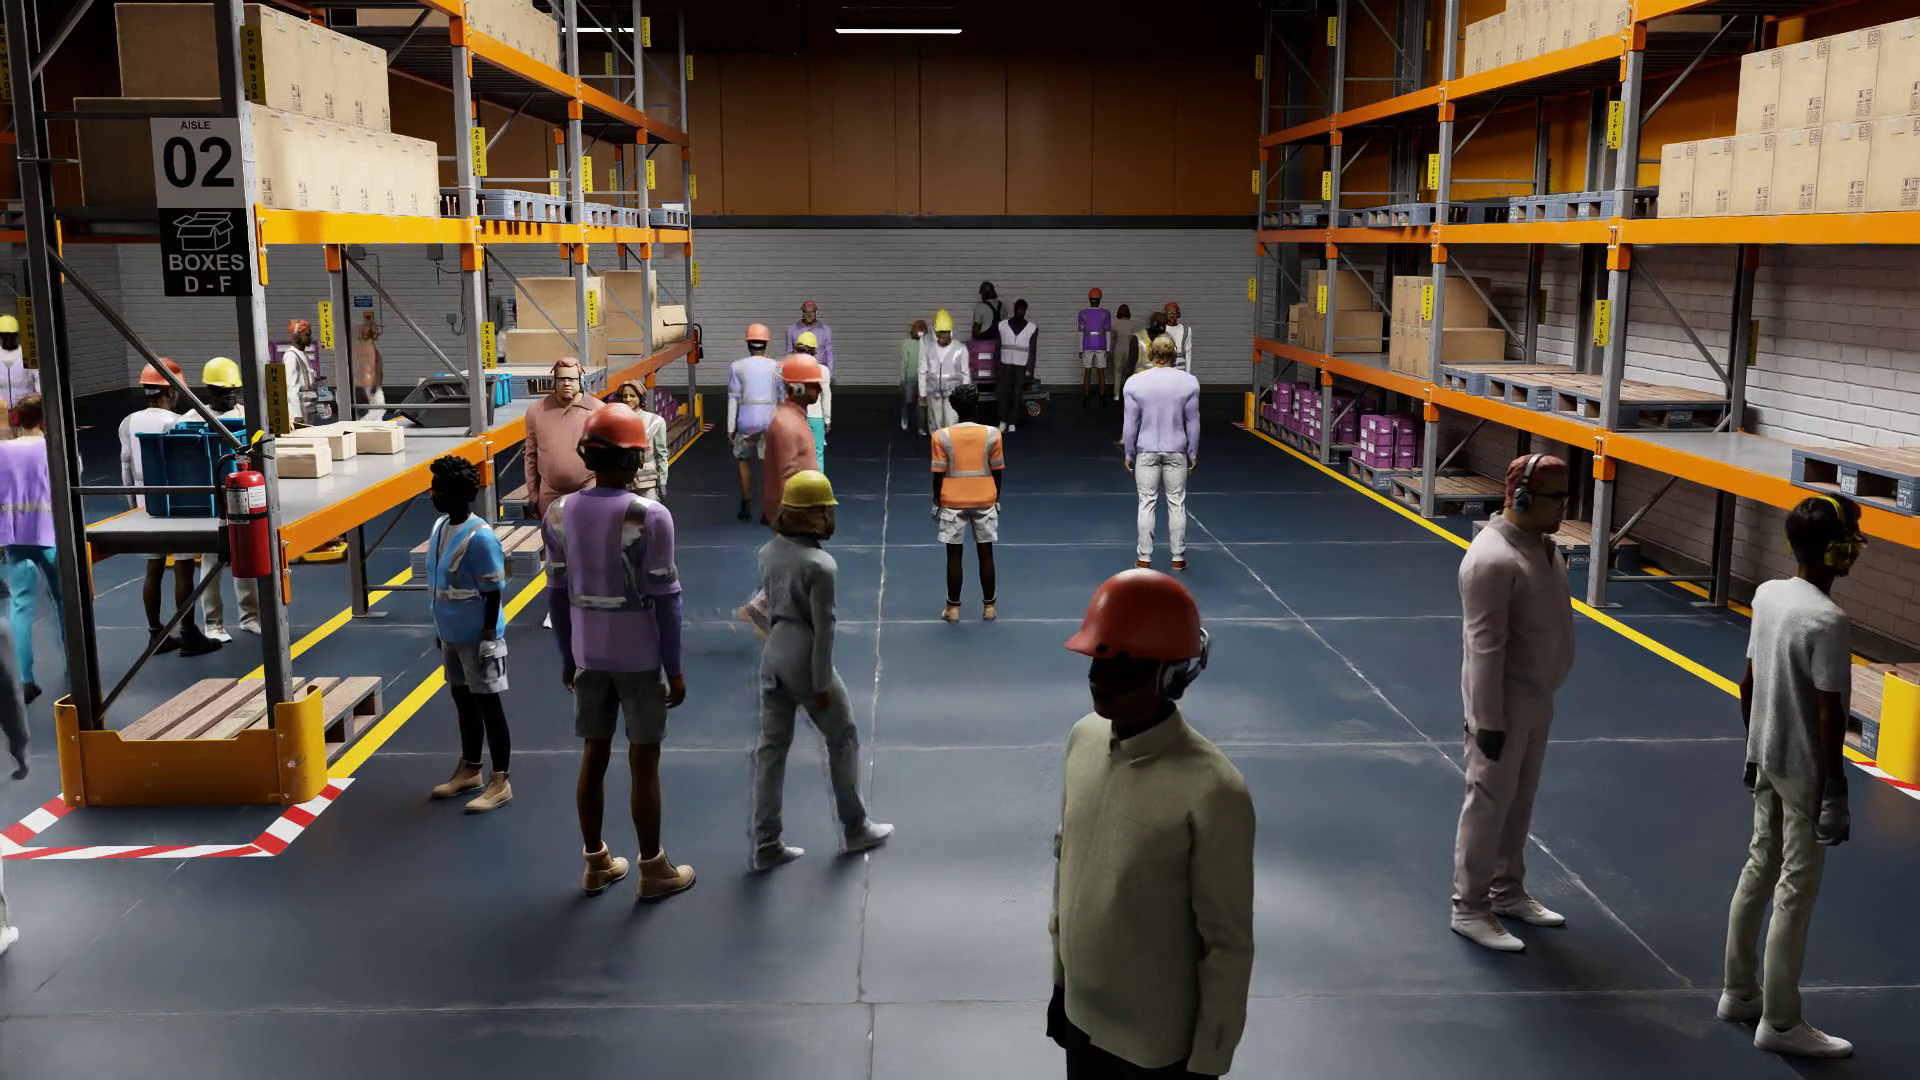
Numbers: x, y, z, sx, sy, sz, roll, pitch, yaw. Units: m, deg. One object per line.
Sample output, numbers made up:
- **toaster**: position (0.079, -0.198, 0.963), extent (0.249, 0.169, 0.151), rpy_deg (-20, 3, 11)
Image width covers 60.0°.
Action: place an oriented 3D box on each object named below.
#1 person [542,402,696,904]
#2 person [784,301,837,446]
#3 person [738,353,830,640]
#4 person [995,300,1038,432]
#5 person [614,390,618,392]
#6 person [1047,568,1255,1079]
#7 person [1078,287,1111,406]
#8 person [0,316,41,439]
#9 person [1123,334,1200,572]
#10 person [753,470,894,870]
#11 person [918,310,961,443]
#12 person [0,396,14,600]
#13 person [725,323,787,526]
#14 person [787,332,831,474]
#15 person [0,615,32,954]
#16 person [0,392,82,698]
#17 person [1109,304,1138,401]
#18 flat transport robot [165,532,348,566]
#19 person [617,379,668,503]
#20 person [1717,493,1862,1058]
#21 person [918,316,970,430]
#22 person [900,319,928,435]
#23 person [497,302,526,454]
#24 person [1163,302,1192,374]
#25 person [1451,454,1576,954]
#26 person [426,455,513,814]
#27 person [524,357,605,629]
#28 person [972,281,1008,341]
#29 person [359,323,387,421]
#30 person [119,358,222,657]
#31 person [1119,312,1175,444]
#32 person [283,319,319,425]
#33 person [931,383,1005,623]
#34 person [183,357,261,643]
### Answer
- **person**: position (-1.377, 0.462, 6.767), extent (0.605, 2.043, 0.376), rpy_deg (4, 11, 21)
- **person**: position (-1.962, -2.174, 21.834), extent (0.702, 1.905, 0.401), rpy_deg (-2, 10, -9)
- **person**: position (-1.105, -0.205, 10.657), extent (0.561, 1.981, 0.623), rpy_deg (1, 10, 3)
- **person**: position (0.791, -2.434, 23.386), extent (0.611, 1.870, 0.621), rpy_deg (1, 10, 3)
- **person**: position (-5.398, -2.856, 25.483), extent (0.654, 1.946, 0.825), rpy_deg (-5, 11, -28)
- **person**: position (0.385, 1.041, 3.666), extent (0.374, 1.997, 0.613), rpy_deg (-6, 12, -32)
- **person**: position (2.198, -3.147, 27.163), extent (0.545, 1.938, 0.355), rpy_deg (1, 10, 7)
- **person**: position (-10.280, -1.485, 18.073), extent (0.587, 1.878, 1.006), rpy_deg (-3, 11, -18)
- **person**: position (1.631, -0.697, 13.511), extent (0.627, 1.941, 0.371), rpy_deg (1, 10, 5)
- **person**: position (-0.618, 0.547, 7.219), extent (0.491, 1.716, 0.768), rpy_deg (9, 13, 40)
- **person**: position (-0.259, -2.112, 21.824), extent (0.587, 1.777, 0.954), rpy_deg (-1, 10, -6)
- **person**: position (-7.235, -0.464, 12.261), extent (0.579, 1.923, 0.525), rpy_deg (1, 10, 7)
- **person**: position (-1.946, -1.097, 15.832), extent (0.625, 1.906, 0.682), rpy_deg (-3, 11, -17)
- **person**: position (-1.571, -1.245, 17.051), extent (0.526, 1.768, 0.331), rpy_deg (2, 10, 11)
- **person**: position (-3.735, 0.786, 6.119), extent (0.551, 1.628, 0.359), rpy_deg (-4, 11, -21)
- **person**: position (-5.516, 0.020, 9.954), extent (0.569, 1.795, 0.978), rpy_deg (-2, 10, -12)
- **person**: position (2.763, -3.170, 28.139), extent (0.500, 1.633, 0.286), rpy_deg (1, 10, 7)
- **flat transport robot**: position (-5.931, 0.038, 14.064), extent (1.431, 0.197, 0.652), rpy_deg (-2, 10, -12)
- **person**: position (-2.495, -0.416, 12.781), extent (0.514, 1.642, 0.310), rpy_deg (0, 10, 1)
- **person**: position (2.792, 0.771, 5.533), extent (0.314, 1.868, 0.536), rpy_deg (-1, 10, -4)
- **person**: position (-0.217, -1.745, 19.746), extent (0.590, 1.790, 0.887), rpy_deg (2, 10, 14)
- **person**: position (-0.625, -2.290, 23.307), extent (0.527, 1.609, 0.707), rpy_deg (-3, 11, -15)
- **person**: position (-5.572, -2.081, 21.198), extent (0.638, 1.950, 0.645), rpy_deg (0, 10, -1)
- **person**: position (2.815, -2.238, 22.255), extent (0.576, 1.883, 0.354), rpy_deg (-1, 10, -3)
- **person**: position (2.129, 0.611, 6.354), extent (0.398, 1.897, 0.646), rpy_deg (8, 13, 38)
- **person**: position (-2.327, 0.440, 7.851), extent (0.320, 1.695, 0.537), rpy_deg (-9, 14, -42)
- **person**: position (-2.691, -0.313, 11.508), extent (0.644, 1.901, 0.402), rpy_deg (0, 10, 2)
- **person**: position (0.479, -3.415, 28.370), extent (0.687, 2.000, 0.618), rpy_deg (-8, 13, -39)
- **person**: position (-7.780, -2.043, 21.895), extent (0.459, 1.627, 0.520), rpy_deg (-6, 12, -30)
- **person**: position (-5.128, -0.209, 10.806), extent (0.551, 1.932, 0.378), rpy_deg (3, 11, 14)
- **person**: position (2.463, -2.094, 21.765), extent (0.672, 1.798, 0.885), rpy_deg (-2, 10, -10)
- **person**: position (-6.822, -1.338, 17.238), extent (0.337, 1.882, 0.585), rpy_deg (-2, 10, -11)
- **person**: position (0.051, -0.254, 11.723), extent (0.530, 1.696, 0.321), rpy_deg (-2, 10, -10)
- **person**: position (-4.923, -0.269, 11.198), extent (0.398, 1.919, 0.588), rpy_deg (7, 12, 34)
